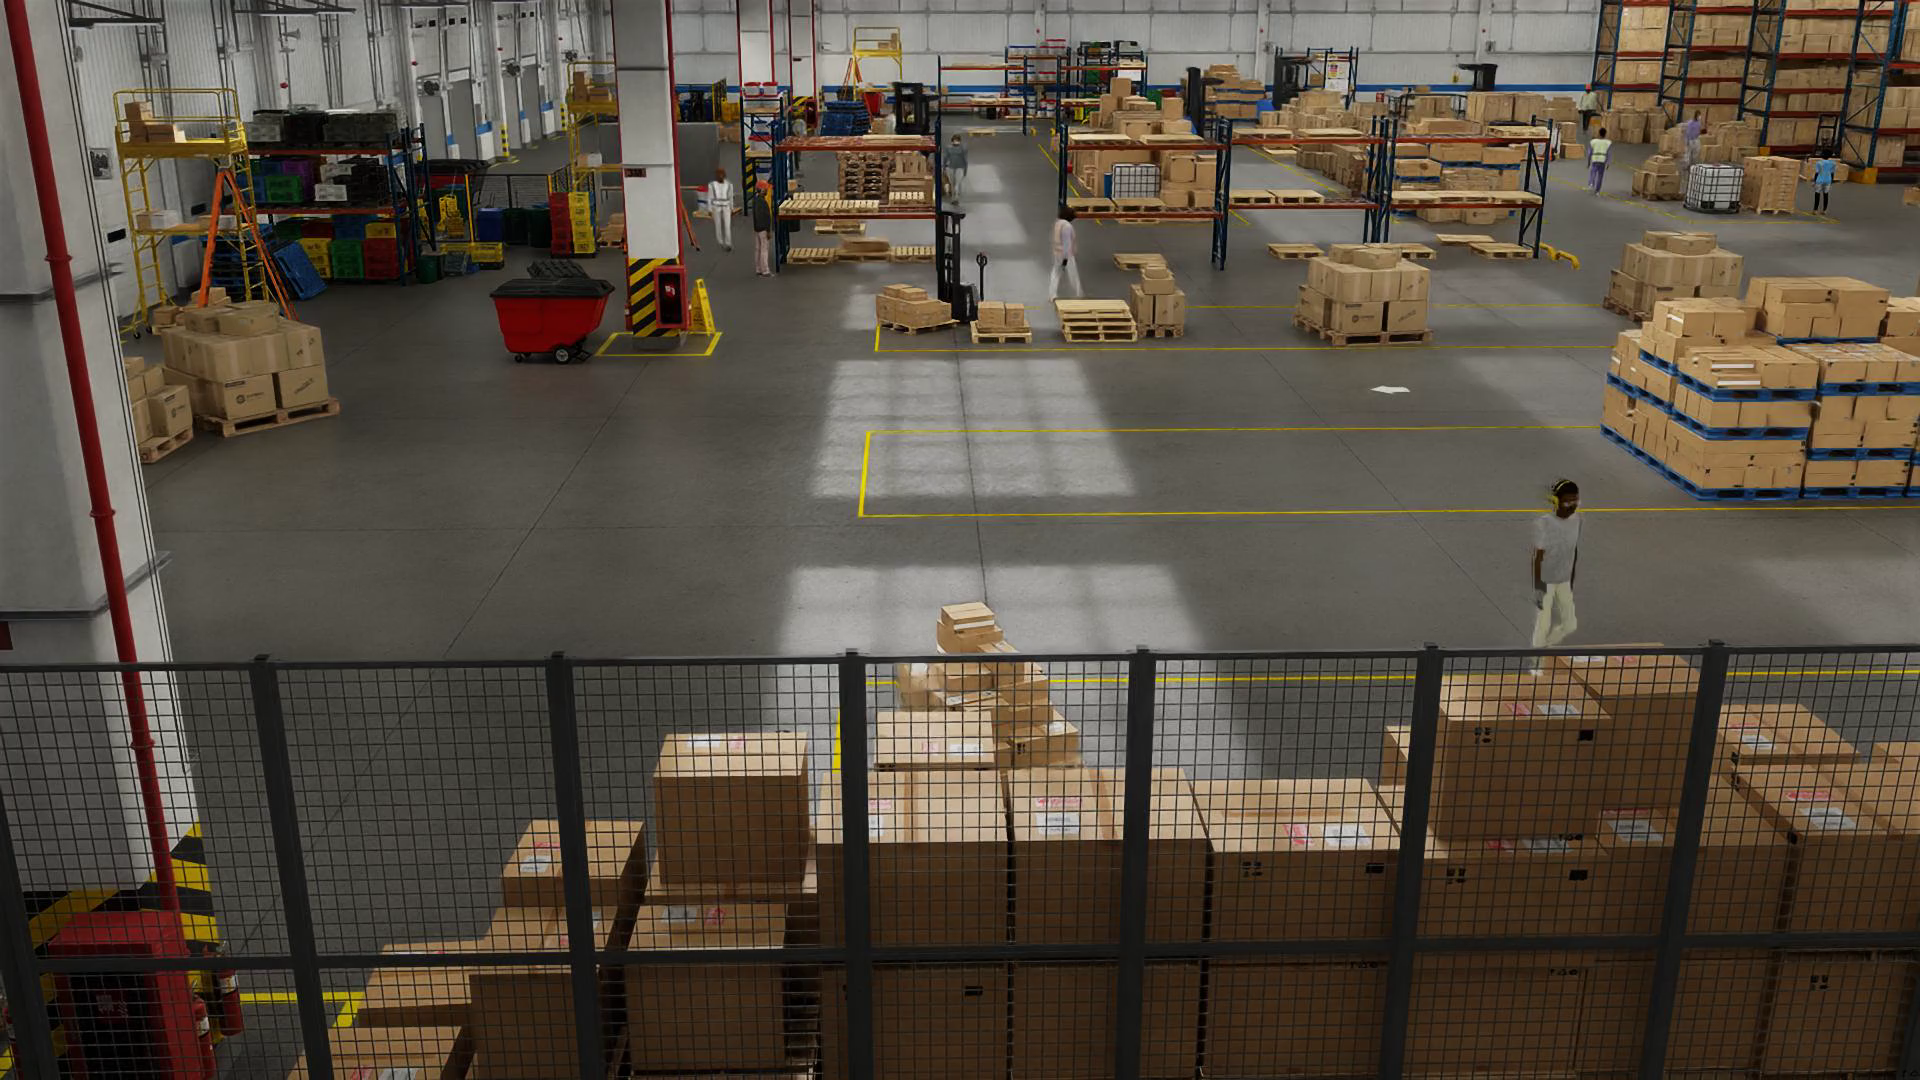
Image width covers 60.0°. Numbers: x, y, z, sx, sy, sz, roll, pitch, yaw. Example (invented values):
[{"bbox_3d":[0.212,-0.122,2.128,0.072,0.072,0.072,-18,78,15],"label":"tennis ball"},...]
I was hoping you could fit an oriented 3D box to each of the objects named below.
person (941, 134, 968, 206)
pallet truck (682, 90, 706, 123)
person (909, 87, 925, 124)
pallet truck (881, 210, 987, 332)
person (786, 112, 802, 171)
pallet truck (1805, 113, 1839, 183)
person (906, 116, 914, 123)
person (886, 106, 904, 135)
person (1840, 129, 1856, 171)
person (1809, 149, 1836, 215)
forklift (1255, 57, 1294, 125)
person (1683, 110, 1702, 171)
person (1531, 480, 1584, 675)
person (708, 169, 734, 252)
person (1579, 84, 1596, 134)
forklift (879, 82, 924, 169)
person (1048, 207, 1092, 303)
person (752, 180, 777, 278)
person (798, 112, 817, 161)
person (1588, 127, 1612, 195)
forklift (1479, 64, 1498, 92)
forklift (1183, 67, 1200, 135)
[{"bbox_3d":[-0.168,-10.032,45.129,0.659,1.915,0.784,6,19,16],"label":"person"},{"bbox_3d":[-9.671,-15.907,62.421,0.823,1.965,1.885,5,19,15],"label":"pallet truck"},{"bbox_3d":[-1.710,-17.384,66.975,0.910,1.899,0.543,4,19,12],"label":"person"},{"bbox_3d":[-0.493,-4.759,29.349,1.885,1.965,0.823,-13,23,-34],"label":"pallet truck"},{"bbox_3d":[-5.355,-12.792,53.413,0.506,1.847,0.345,7,20,19],"label":"person"},{"bbox_3d":[26.403,-11.957,50.702,0.823,1.965,1.885,6,19,16],"label":"pallet truck"},{"bbox_3d":[-1.604,-12.773,53.531,0.480,1.733,0.332,-8,20,-24],"label":"person"},{"bbox_3d":[-2.173,-13.548,55.576,0.638,1.909,0.916,-5,19,-15],"label":"person"},{"bbox_3d":[28.045,-12.488,52.370,0.700,1.945,0.603,-1,19,-4],"label":"person"},{"bbox_3d":[22.514,-9.336,43.390,0.540,1.695,0.317,-1,19,-2],"label":"person"},{"bbox_3d":[13.400,-18.646,69.186,1.129,2.768,1.873,-16,25,-40],"label":"forklift"},{"bbox_3d":[23.464,-12.778,53.260,0.628,1.919,0.459,-7,20,-20],"label":"person"},{"bbox_3d":[5.134,0.375,14.345,0.517,1.851,0.376,-5,19,-15],"label":"person"},{"bbox_3d":[-5.394,-7.467,37.648,0.583,1.829,1.002,-4,19,-11],"label":"person"},{"bbox_3d":[25.106,-17.260,66.556,0.648,1.932,0.992,10,21,26],"label":"person"},{"bbox_3d":[-1.621,-13.024,52.507,1.129,2.768,1.873,14,23,35],"label":"forklift"},{"bbox_3d":[2.092,-5.415,31.580,0.899,1.800,0.639,-7,20,-19],"label":"person"},{"bbox_3d":[-4.050,-6.387,34.179,0.375,1.997,0.611,-11,22,-29],"label":"person"},{"bbox_3d":[-5.202,-13.649,56.317,0.736,1.605,0.529,0,19,1],"label":"person"},{"bbox_3d":[18.173,-10.761,47.310,0.595,1.901,0.667,9,21,25],"label":"person"},{"bbox_3d":[20.136,-16.775,63.636,1.873,2.768,1.129,0,19,-1],"label":"forklift"},{"bbox_3d":[8.517,-15.885,60.997,1.873,2.768,1.129,-1,19,-1],"label":"forklift"}]
